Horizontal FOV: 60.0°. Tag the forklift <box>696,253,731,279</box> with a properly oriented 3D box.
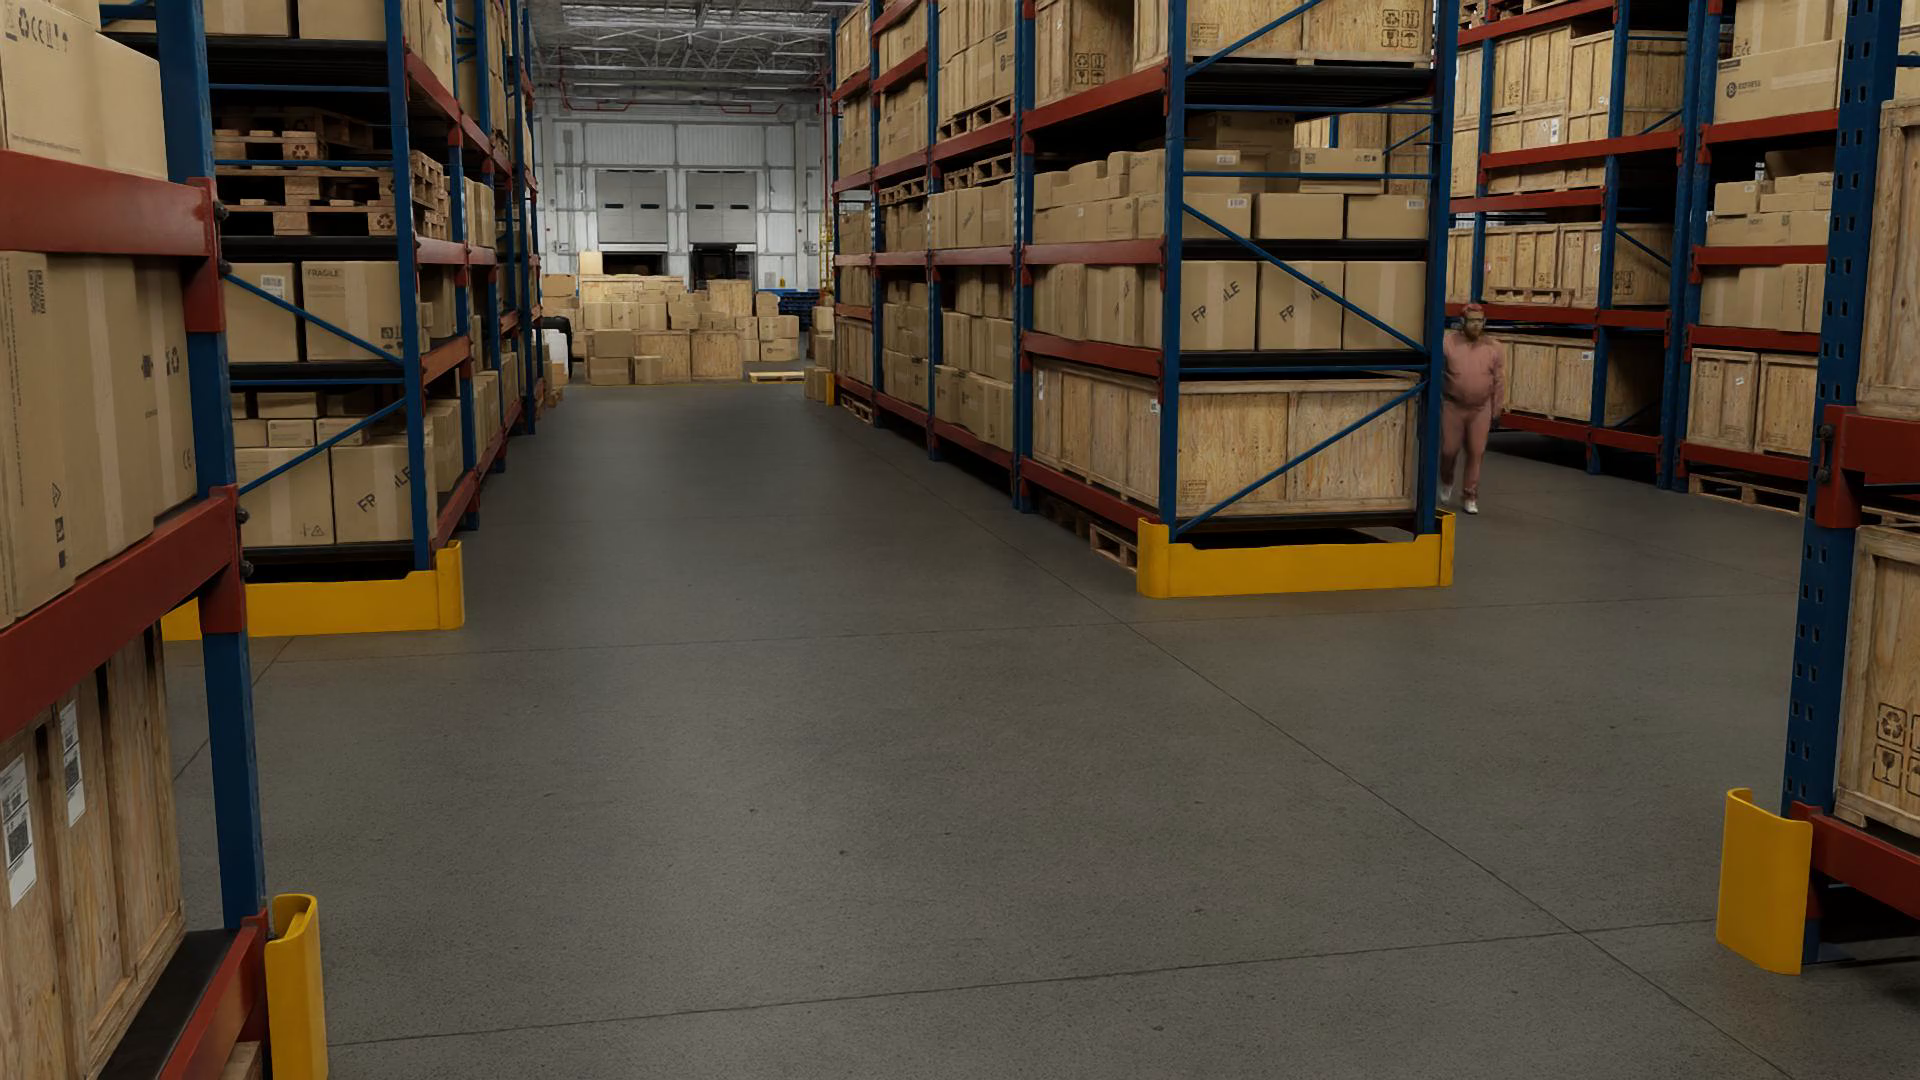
[{"bbox_3d":[-6.419,-6.333,43.424,1.129,2.768,1.873,-2,10,-12],"label":"forklift"}]

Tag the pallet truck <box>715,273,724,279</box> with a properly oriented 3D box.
[{"bbox_3d":[-8.580,-8.986,62.280,1.885,1.965,0.823,1,9,5],"label":"pallet truck"}]

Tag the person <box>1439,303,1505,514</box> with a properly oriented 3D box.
[{"bbox_3d":[4.595,-1.194,15.088,0.668,1.893,0.500,1,9,6],"label":"person"}]
